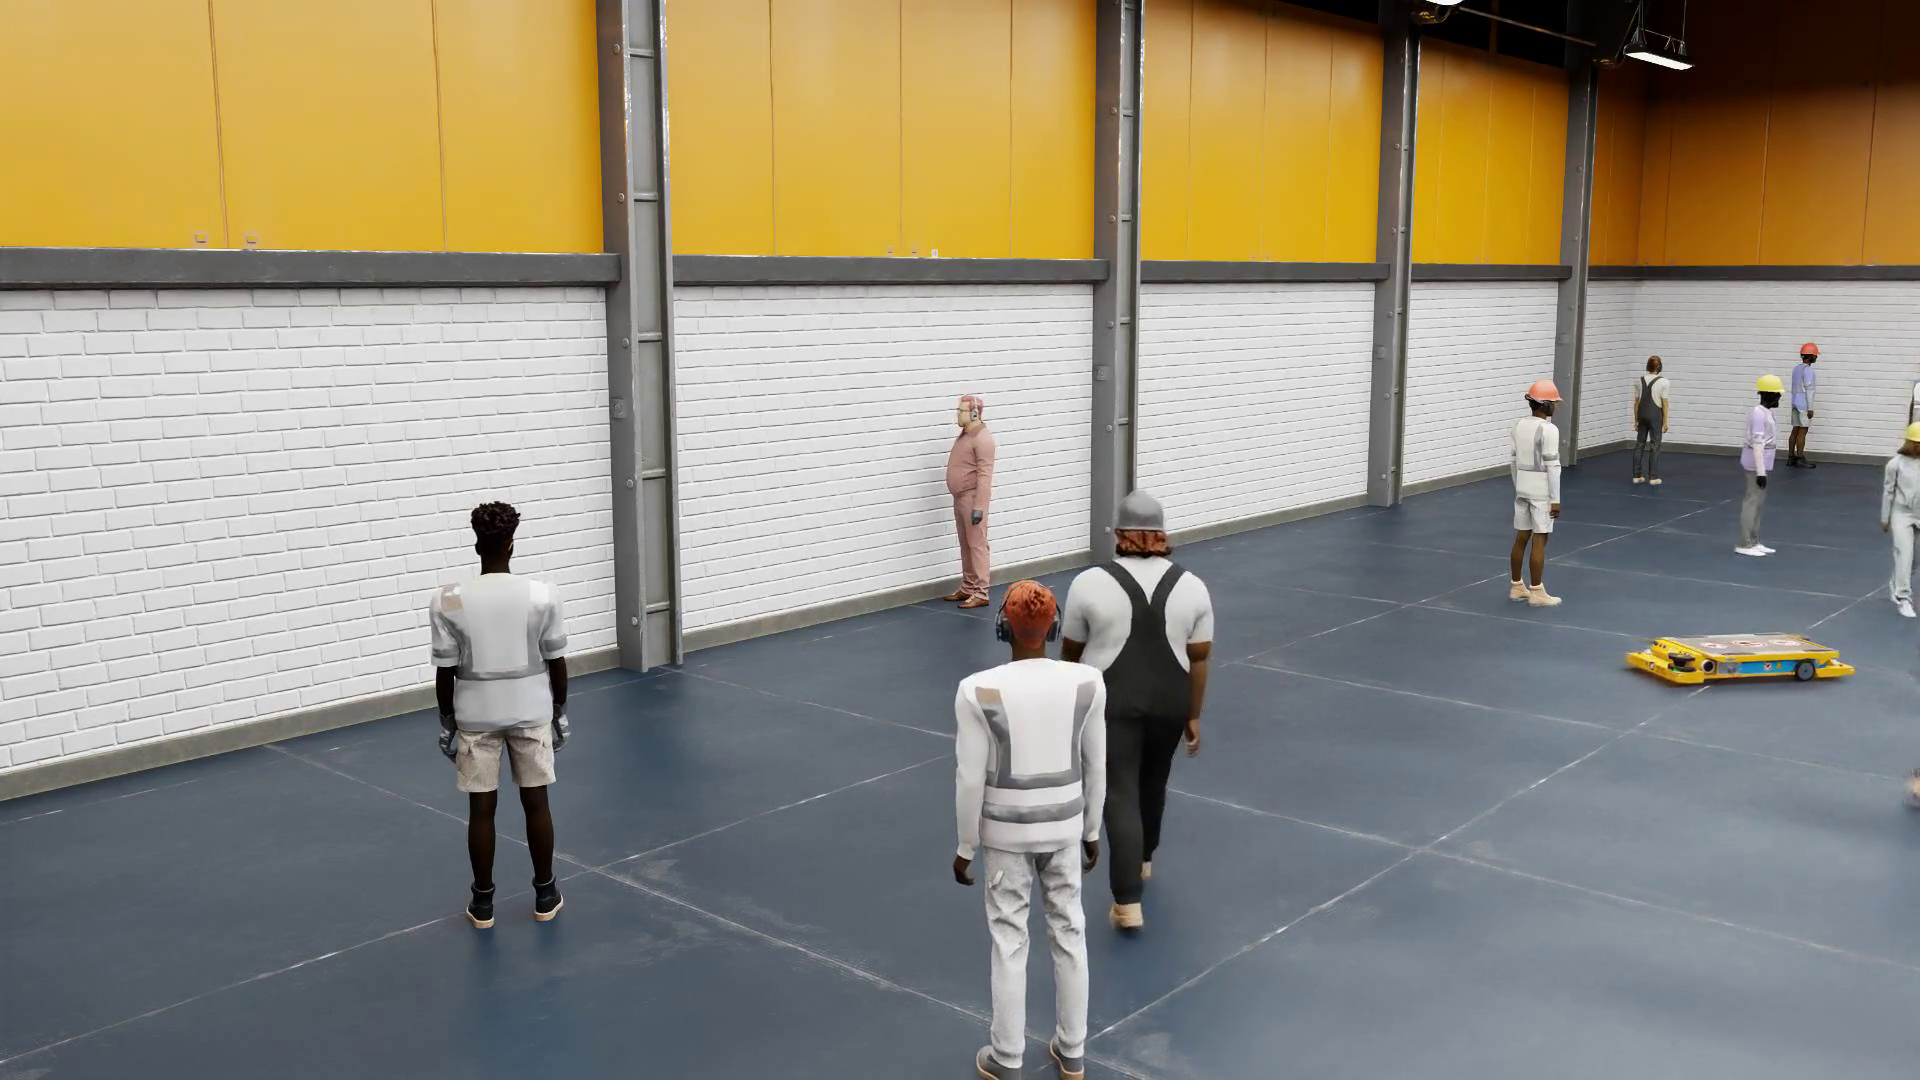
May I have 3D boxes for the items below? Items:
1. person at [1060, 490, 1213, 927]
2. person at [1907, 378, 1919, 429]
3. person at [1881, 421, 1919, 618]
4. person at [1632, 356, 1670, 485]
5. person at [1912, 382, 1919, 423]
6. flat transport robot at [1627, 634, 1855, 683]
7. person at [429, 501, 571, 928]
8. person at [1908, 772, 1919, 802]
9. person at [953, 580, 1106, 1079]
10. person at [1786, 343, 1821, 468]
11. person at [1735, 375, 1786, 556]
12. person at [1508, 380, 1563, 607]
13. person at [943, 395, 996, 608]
[{"bbox_3d":[0.823,0.724,7.811,0.685,2.000,1.047,-1,9,-9],"label":"person"},{"bbox_3d":[13.859,-1.708,23.765,0.682,1.821,0.585,-6,11,-32],"label":"person"},{"bbox_3d":[8.420,-0.216,14.758,0.489,1.710,0.803,1,9,7],"label":"person"},{"bbox_3d":[9.844,-1.702,23.702,0.342,1.839,0.501,-7,11,-37],"label":"person"},{"bbox_3d":[12.874,-1.498,22.097,0.543,1.935,0.366,-1,9,-6],"label":"person"},{"bbox_3d":[5.824,0.872,12.420,1.431,0.197,0.652,-1,9,-9],"label":"flat transport robot"},{"bbox_3d":[-2.087,0.795,7.601,0.607,1.966,0.367,-3,9,-16],"label":"person"},{"bbox_3d":[5.414,0.748,8.867,0.536,1.655,0.852,-3,9,-15],"label":"person"},{"bbox_3d":[0.261,1.087,6.061,0.584,1.889,0.390,-2,9,-15],"label":"person"},{"bbox_3d":[13.076,-2.082,25.751,0.359,1.939,0.542,0,9,2],"label":"person"},{"bbox_3d":[8.539,-0.785,17.728,0.486,1.926,0.605,5,10,29],"label":"person"},{"bbox_3d":[5.211,-0.423,15.006,0.370,2.044,0.608,-3,10,-18],"label":"person"},{"bbox_3d":[0.078,-0.349,14.955,0.410,1.913,0.642,-3,10,-19],"label":"person"}]
